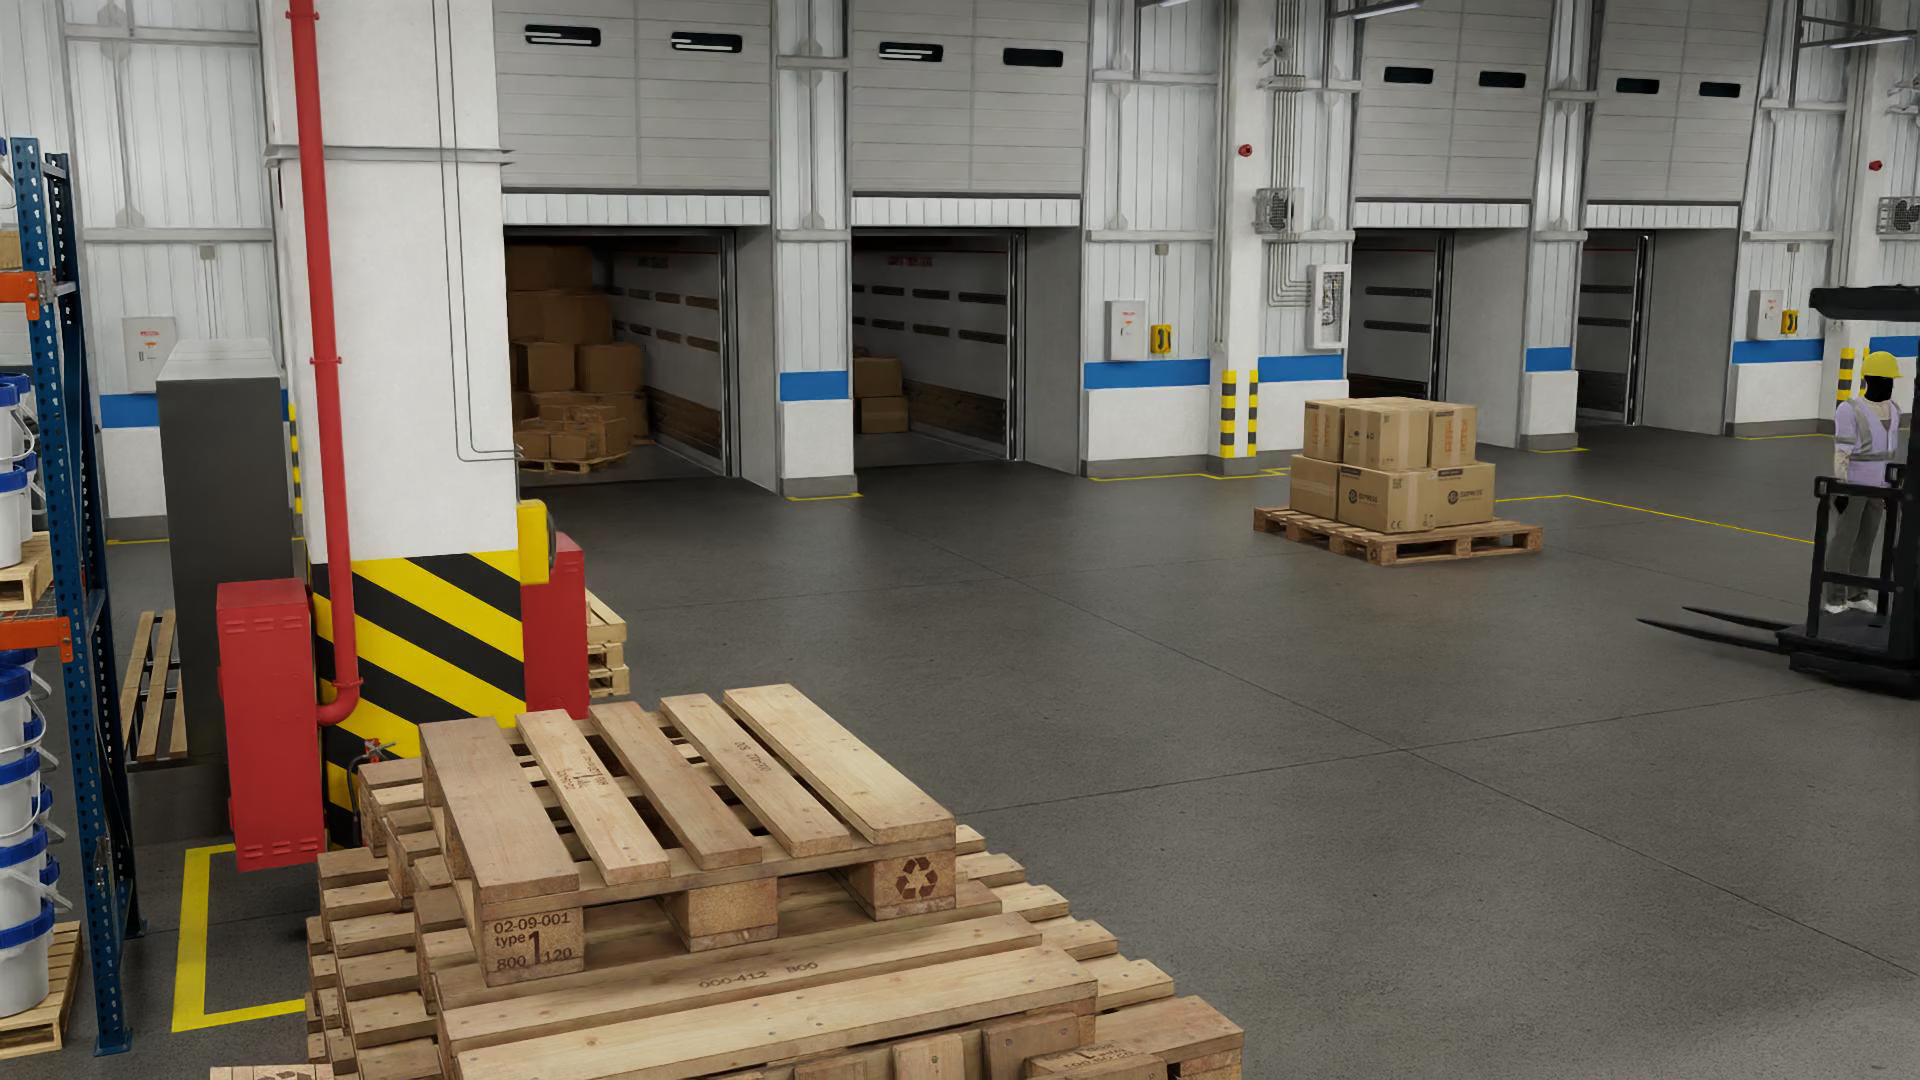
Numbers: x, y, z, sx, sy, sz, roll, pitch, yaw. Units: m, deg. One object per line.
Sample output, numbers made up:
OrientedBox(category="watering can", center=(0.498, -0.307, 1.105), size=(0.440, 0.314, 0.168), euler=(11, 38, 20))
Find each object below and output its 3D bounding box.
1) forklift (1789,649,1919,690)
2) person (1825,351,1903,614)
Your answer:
OrientedBox(category="forklift", center=(6.205, -0.471, 9.782), size=(1.129, 2.768, 1.873), euler=(-8, 13, -38))
OrientedBox(category="person", center=(6.544, -0.398, 12.007), size=(0.585, 1.928, 0.365), euler=(-5, 11, -25))
